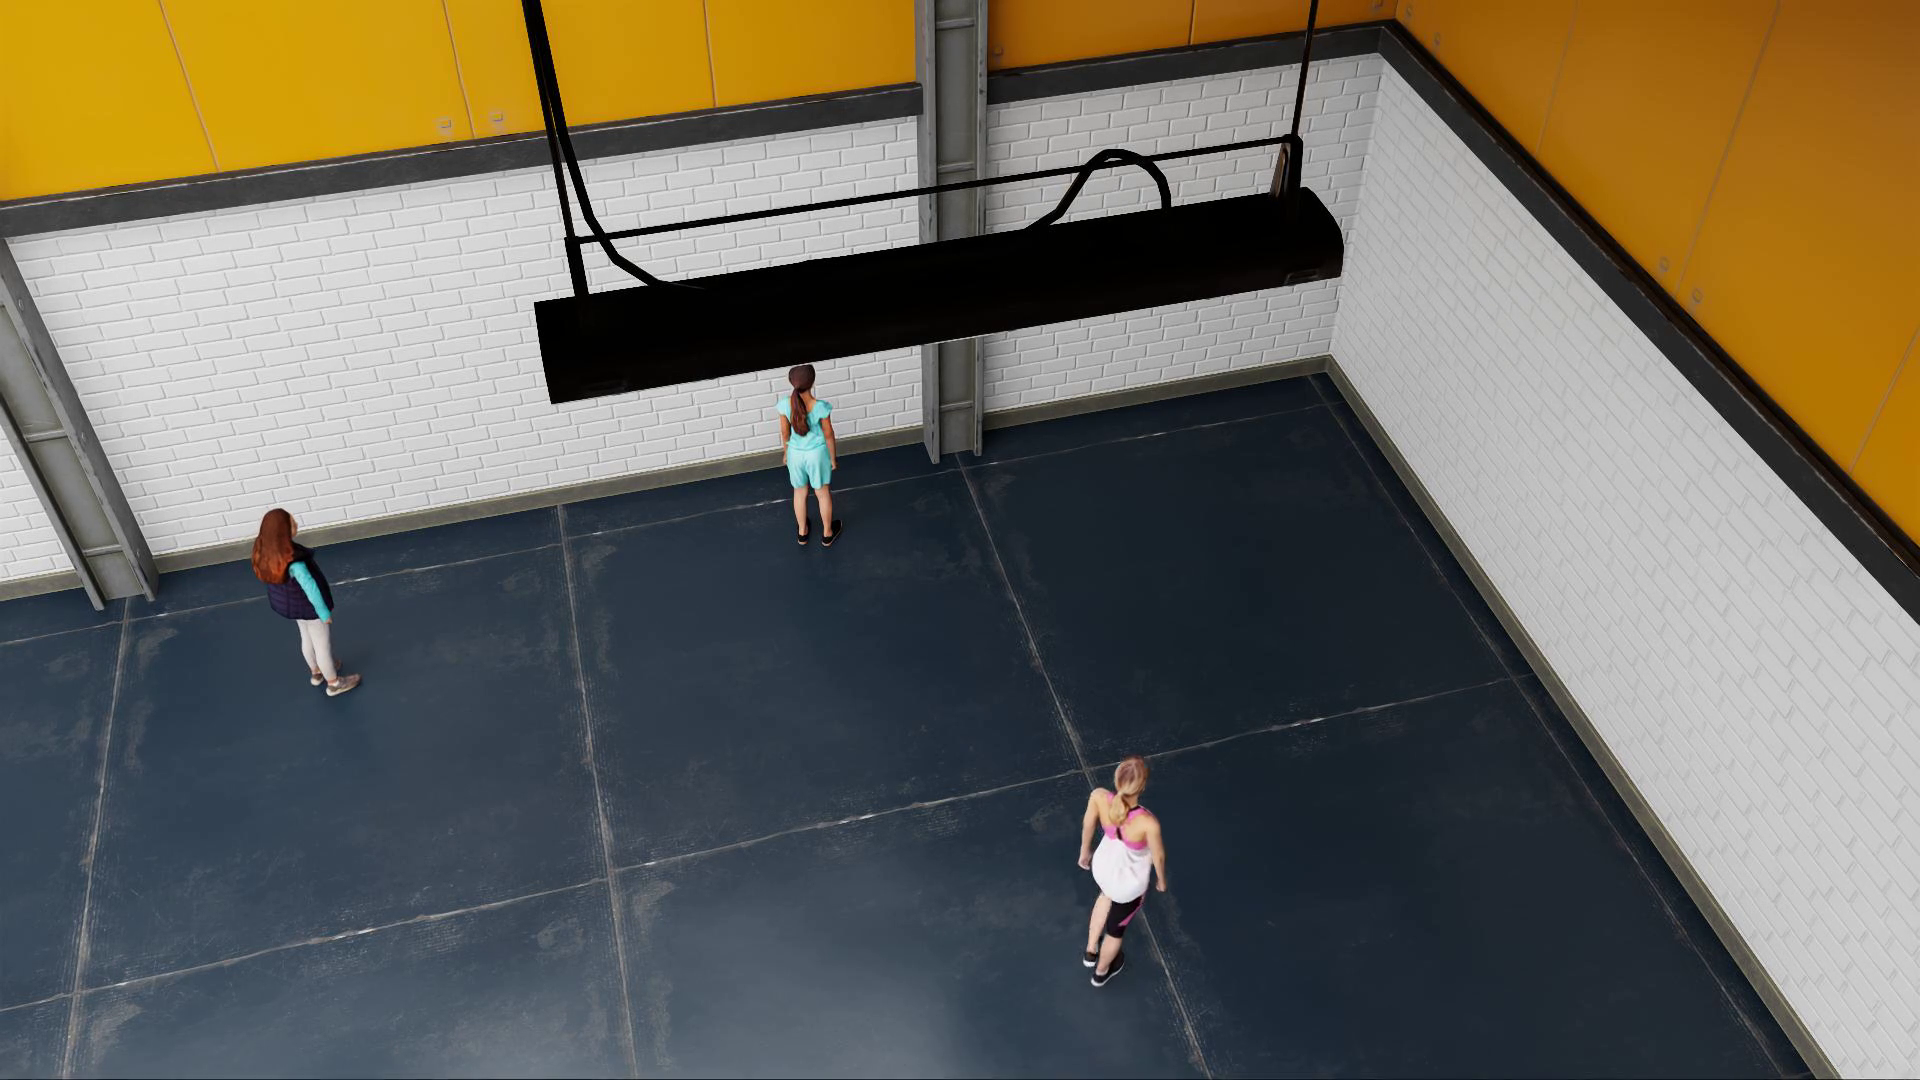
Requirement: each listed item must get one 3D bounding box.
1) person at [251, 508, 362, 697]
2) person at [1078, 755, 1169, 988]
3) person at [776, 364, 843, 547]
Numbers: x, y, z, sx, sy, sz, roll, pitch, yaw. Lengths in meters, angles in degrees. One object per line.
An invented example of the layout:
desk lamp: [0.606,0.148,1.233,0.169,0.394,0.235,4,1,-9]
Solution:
person: [-4.175,0.389,10.566,0.685,1.500,0.727,31,52,29]
person: [0.798,1.847,8.838,0.737,1.773,0.767,31,52,29]
person: [-1.054,-0.602,11.565,0.575,1.558,0.682,6,44,6]
